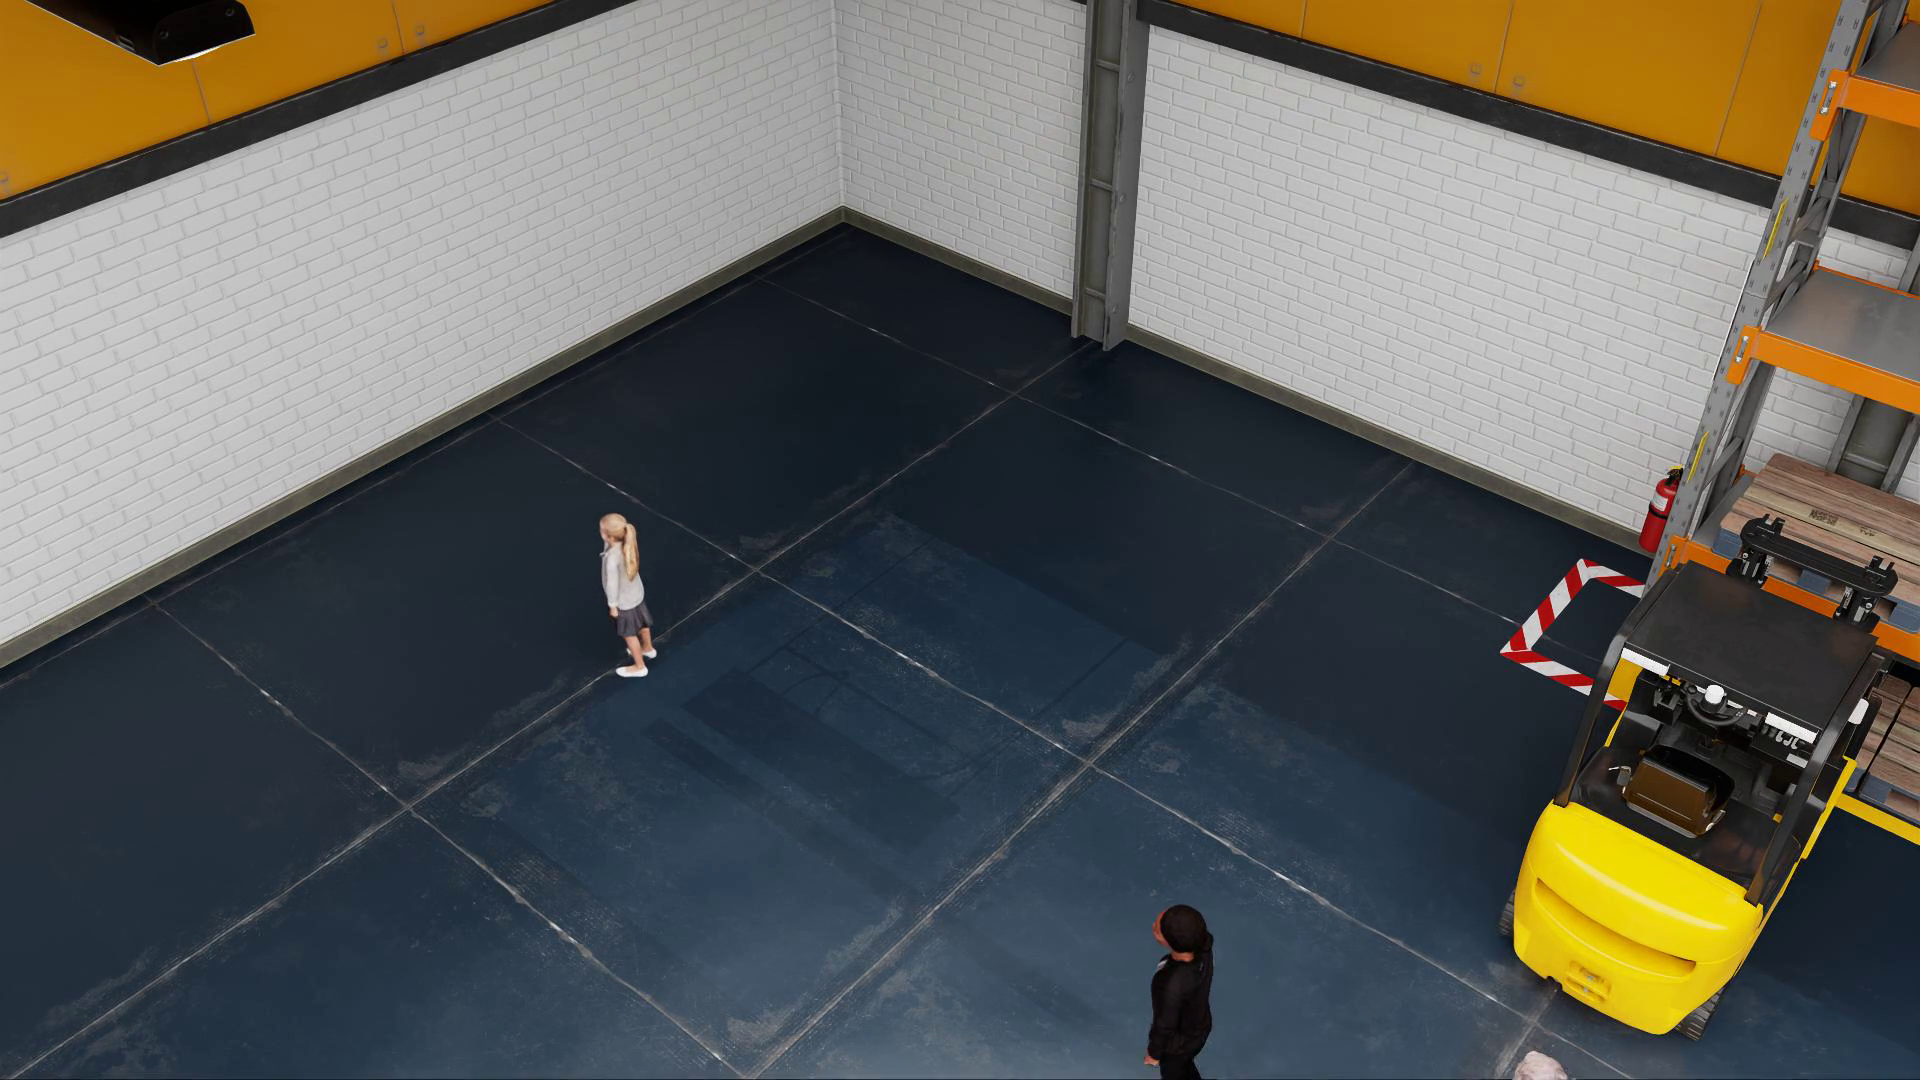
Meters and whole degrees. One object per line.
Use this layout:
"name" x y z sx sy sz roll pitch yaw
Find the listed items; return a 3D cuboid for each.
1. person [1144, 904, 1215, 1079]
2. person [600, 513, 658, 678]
"person" 1.137 2.370 8.026 0.760 1.658 0.708 14 41 17
"person" -2.184 0.345 10.870 0.624 1.274 0.584 8 39 10
